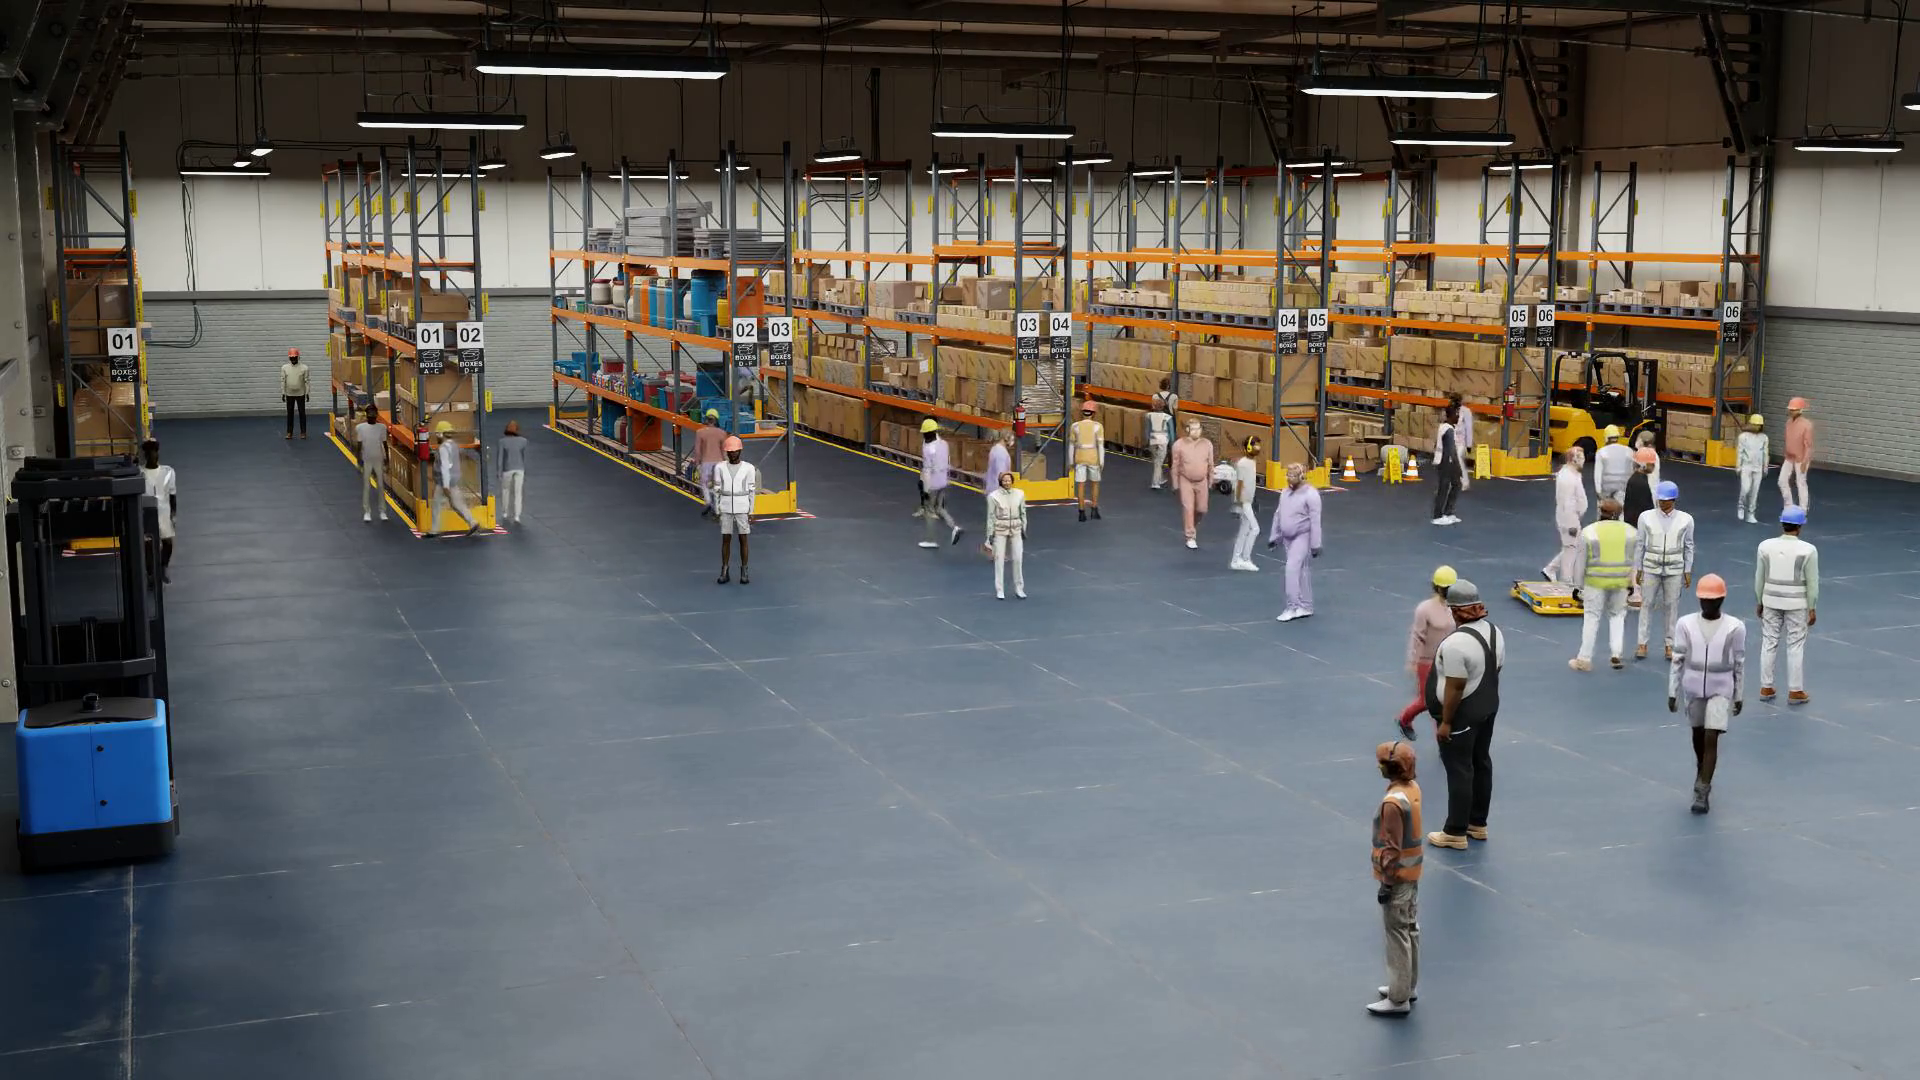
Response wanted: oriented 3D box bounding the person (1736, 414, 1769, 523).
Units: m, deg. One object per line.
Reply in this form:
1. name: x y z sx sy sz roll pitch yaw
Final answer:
1. person: 12.520 -1.131 33.046 0.511 1.727 0.356 -1 9 -4

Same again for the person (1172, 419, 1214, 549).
1. person: 3.393 -0.842 30.630 0.649 1.889 0.616 -2 9 -12

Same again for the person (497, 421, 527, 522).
1. person: -7.132 -1.094 33.311 0.511 1.579 0.876 -3 9 -22

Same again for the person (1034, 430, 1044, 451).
1. person: 1.451 -2.781 43.847 0.606 1.810 0.822 -5 10 -30

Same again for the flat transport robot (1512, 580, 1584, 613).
1. flat transport robot: 7.317 0.696 25.879 0.652 0.197 1.431 0 9 2

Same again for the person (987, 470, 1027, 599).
1. person: 0.589 -0.073 26.356 0.526 1.634 0.320 -3 9 -18

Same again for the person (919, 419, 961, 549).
1. person: -0.320 -0.814 30.384 0.586 1.901 0.609 6 10 35

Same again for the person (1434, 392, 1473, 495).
1. person: 8.705 -1.714 36.790 0.971 1.799 0.630 -5 10 -32

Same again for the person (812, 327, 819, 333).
1. person: -3.837 -4.580 55.063 0.383 2.036 0.605 3 9 20

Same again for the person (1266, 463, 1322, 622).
1. person: 3.922 0.022 24.902 0.759 1.878 0.642 -4 9 -24

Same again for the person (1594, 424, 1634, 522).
1. person: 9.564 -0.789 30.617 0.593 1.795 0.908 0 9 0

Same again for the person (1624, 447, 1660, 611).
1. person: 8.326 -0.147 25.639 0.395 1.992 0.622 1 9 8

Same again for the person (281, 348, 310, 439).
1. person: -14.668 -3.234 46.214 0.610 1.996 0.378 -1 9 -7

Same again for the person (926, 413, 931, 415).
1. person: -0.661 -3.786 50.216 0.633 1.914 0.816 -2 9 -11

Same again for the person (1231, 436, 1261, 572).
1. person: 3.941 -0.493 28.438 0.608 1.845 0.553 4 9 25

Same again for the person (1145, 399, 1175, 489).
1. person: 3.628 -1.727 37.452 0.538 1.596 0.825 6 10 34

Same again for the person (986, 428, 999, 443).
1. person: 0.775 -2.852 44.207 0.581 1.825 1.004 -5 10 -32

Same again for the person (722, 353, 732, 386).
1. person: -5.569 -3.619 49.668 0.526 1.733 0.780 -4 9 -22

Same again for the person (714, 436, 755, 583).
1. person: -2.962 -0.401 27.519 0.543 1.939 0.361 0 9 3

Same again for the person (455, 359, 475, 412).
1. person: -10.382 -2.794 43.508 0.585 1.928 0.369 -4 9 -22

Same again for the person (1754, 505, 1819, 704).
1. person: 8.152 0.626 20.643 0.615 1.945 0.404 8 12 42

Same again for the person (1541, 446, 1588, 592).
1. person: 7.755 -0.256 26.699 0.469 1.892 0.668 3 9 16

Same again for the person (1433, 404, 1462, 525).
1. person: 7.725 -1.187 32.891 0.594 1.895 0.593 2 9 12

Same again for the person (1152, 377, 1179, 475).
1. person: 3.866 -2.145 39.476 0.506 1.841 0.346 1 9 10

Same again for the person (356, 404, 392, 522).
1. person: -9.328 -1.239 33.342 0.552 1.871 0.335 -4 9 -23

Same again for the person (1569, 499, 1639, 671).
1. person: 6.804 0.477 22.069 0.696 1.820 0.456 0 9 2

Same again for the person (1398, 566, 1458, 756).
1. person: 4.176 1.050 18.511 0.569 1.735 0.641 -3 9 -21

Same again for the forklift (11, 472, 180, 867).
1. forklift: -6.630 0.886 15.957 1.129 2.768 1.873 -3 9 -21

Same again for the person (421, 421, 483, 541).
1. person: -7.600 -0.888 31.279 0.864 1.794 0.600 1 9 5

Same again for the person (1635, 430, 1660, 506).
1. person: 9.279 -0.540 28.488 0.442 1.920 0.639 3 9 22

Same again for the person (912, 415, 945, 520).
1. person: -0.519 -1.157 33.398 0.634 1.672 0.552 -2 9 -16

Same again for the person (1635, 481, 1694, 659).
1. person: 7.623 0.320 22.695 0.605 1.944 0.402 3 9 17

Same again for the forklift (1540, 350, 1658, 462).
1. forklift: 12.897 -2.725 42.309 2.313 2.155 1.214 -3 9 -21

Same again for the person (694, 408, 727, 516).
1. person: -4.013 -1.252 33.820 0.550 1.748 0.480 -4 9 -25

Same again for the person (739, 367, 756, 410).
1. person: -5.462 -4.261 53.324 0.622 1.921 0.550 -7 11 -41

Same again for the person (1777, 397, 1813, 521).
1. person: 13.250 -1.280 33.221 0.582 1.980 0.665 -3 9 -17

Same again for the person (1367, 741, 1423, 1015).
1. person: 2.605 2.004 12.488 0.310 1.636 0.523 4 9 25

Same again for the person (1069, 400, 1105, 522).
1. person: 2.021 -1.266 33.376 0.617 1.920 0.420 2 9 13

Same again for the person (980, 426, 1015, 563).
1. person: 0.568 -0.622 29.127 0.441 1.899 0.709 -1 9 -5

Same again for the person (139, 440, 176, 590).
1. person: -10.383 -0.320 26.960 0.619 1.950 0.425 -5 10 -31

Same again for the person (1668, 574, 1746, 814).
1. person: 6.084 1.194 17.046 0.555 1.902 0.982 5 10 28

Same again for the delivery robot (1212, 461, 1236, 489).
1. delivery robot: 4.654 -1.150 36.935 0.477 0.478 0.707 -7 11 -40

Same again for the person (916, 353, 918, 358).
1. person: -0.978 -4.431 55.400 0.503 1.633 0.269 -8 11 -41

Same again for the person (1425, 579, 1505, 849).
1. person: 3.785 1.315 15.883 0.536 2.000 0.673 8 12 43
